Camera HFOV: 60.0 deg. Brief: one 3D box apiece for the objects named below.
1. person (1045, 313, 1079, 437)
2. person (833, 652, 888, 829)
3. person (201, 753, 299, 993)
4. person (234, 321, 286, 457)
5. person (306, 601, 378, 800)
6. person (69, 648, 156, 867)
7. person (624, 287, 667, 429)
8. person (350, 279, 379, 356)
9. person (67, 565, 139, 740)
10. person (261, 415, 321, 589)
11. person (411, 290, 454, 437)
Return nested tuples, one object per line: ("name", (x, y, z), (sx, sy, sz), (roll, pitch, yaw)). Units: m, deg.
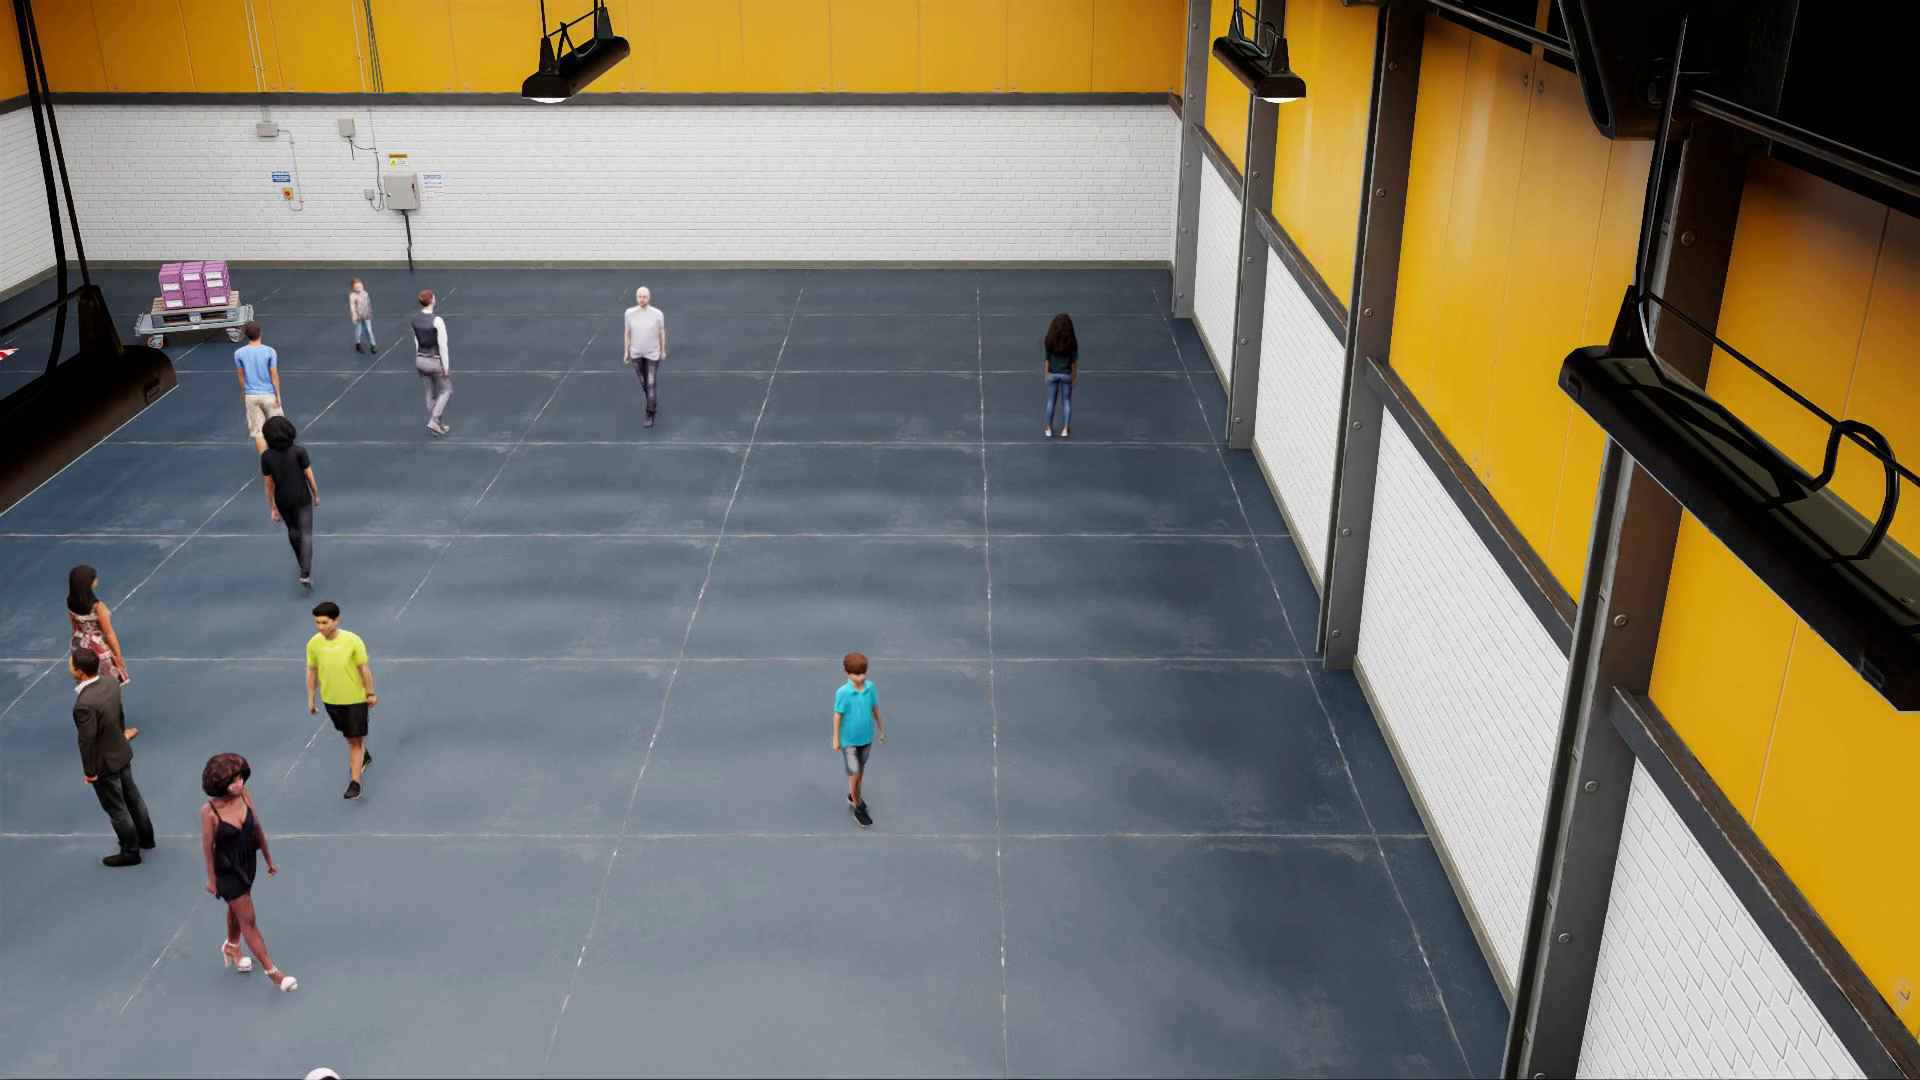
("person", (1.292, -2.129, 21.462), (0.619, 1.613, 0.623), (3, 24, 7))
("person", (-0.866, 1.527, 13.320), (0.755, 1.436, 0.841), (-16, 28, -32))
("person", (-4.992, 2.227, 11.319), (0.868, 1.756, 0.989), (10, 26, 22))
("person", (-8.506, -1.698, 20.223), (0.890, 1.816, 1.274), (-7, 25, -15))
("person", (-5.043, 1.237, 13.697), (0.673, 1.666, 1.035), (1, 24, 3))
("person", (-6.459, 1.630, 12.629), (0.735, 1.801, 0.460), (0, 24, -1))
("person", (-4.139, -2.459, 22.000), (0.786, 1.788, 1.252), (3, 24, 7))
("person", (-8.945, -3.342, 24.798), (0.900, 1.164, 0.810), (21, 31, 40))
("person", (-7.449, 0.985, 14.306), (0.750, 1.639, 0.726), (8, 25, 18))
("person", (-6.900, -0.380, 17.220), (0.808, 1.806, 1.187), (-5, 24, -11))
("person", (-6.825, -2.231, 21.310), (0.806, 1.923, 0.891), (8, 25, 18))
